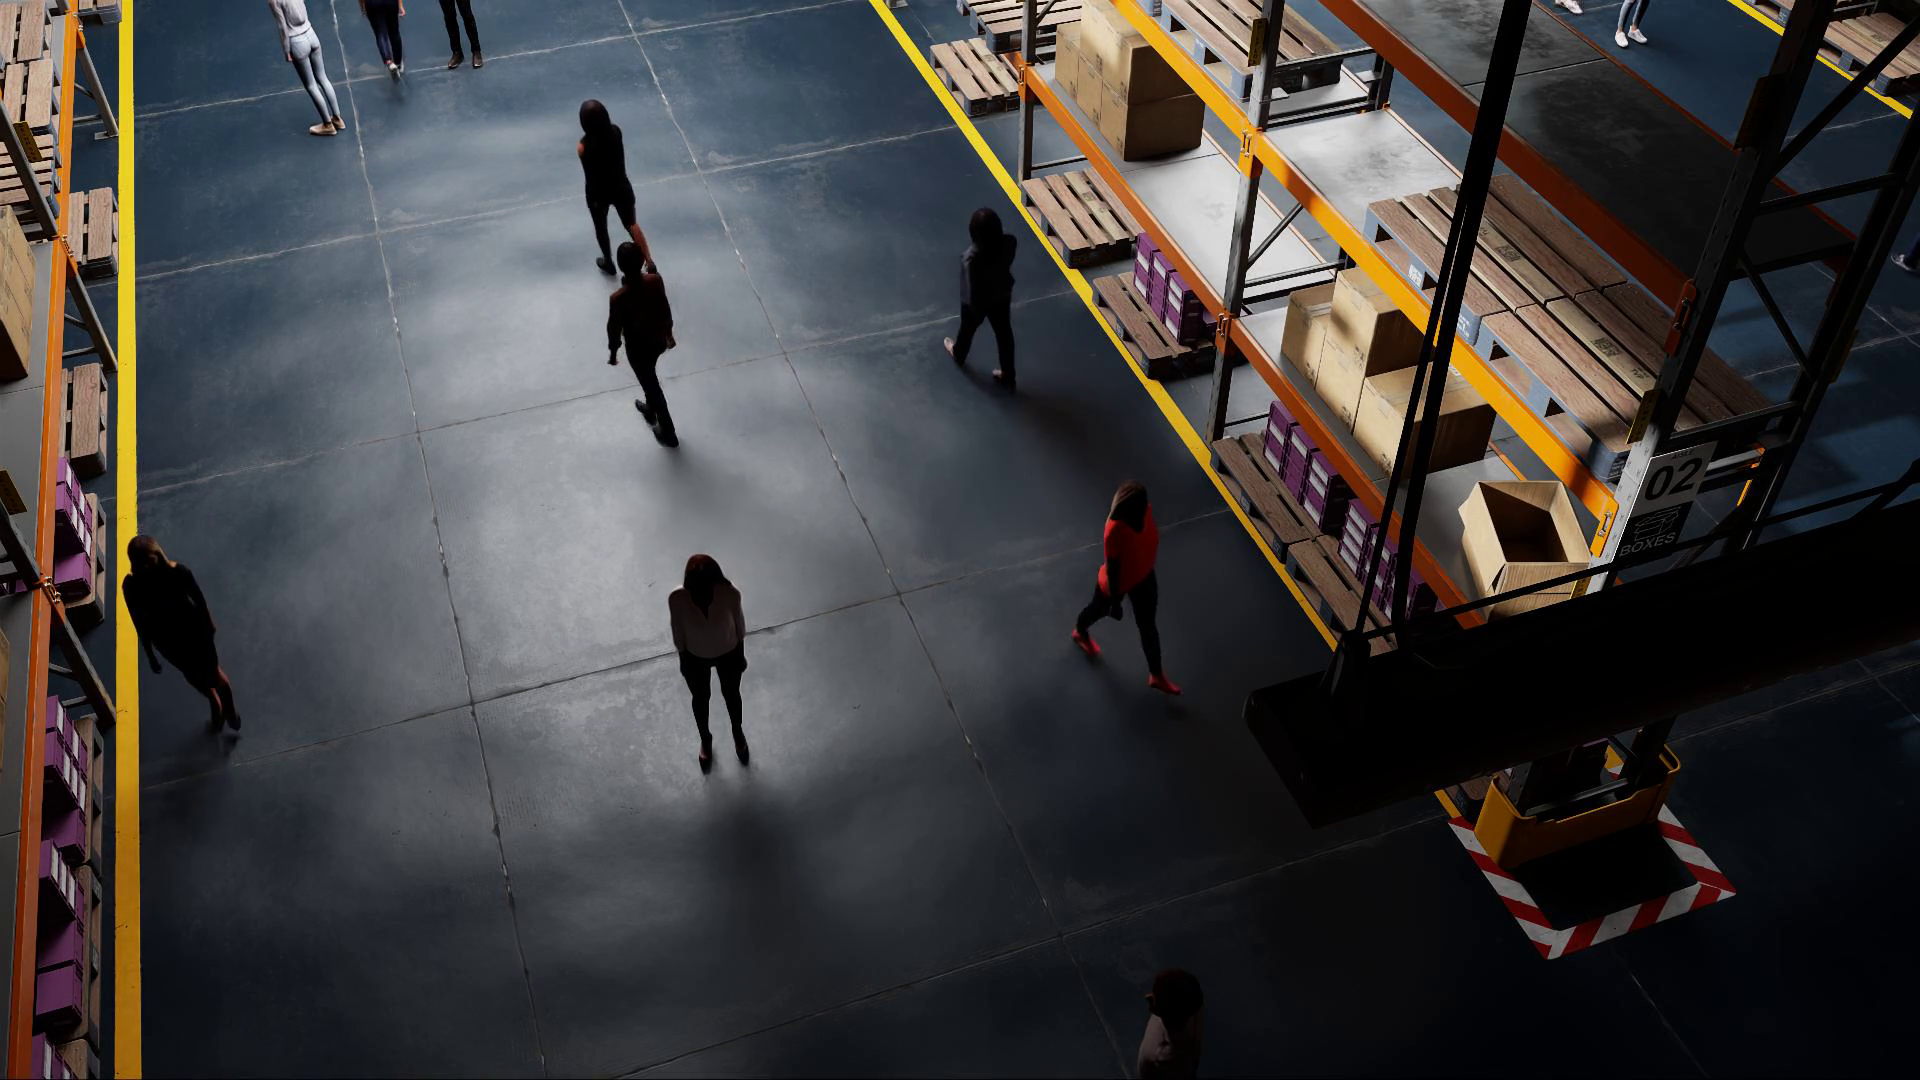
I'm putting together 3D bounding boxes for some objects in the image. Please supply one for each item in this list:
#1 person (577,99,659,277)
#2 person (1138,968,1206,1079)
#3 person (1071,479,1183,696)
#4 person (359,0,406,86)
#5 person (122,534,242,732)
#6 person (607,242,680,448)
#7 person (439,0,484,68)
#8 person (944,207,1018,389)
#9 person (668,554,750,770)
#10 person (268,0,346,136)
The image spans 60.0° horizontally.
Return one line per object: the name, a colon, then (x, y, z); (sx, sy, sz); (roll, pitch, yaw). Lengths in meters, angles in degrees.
person: (-2.896, -2.881, 14.000); (0.846, 1.718, 1.119); (-31, 52, -29)
person: (0.998, 2.649, 8.069); (0.780, 1.893, 0.668); (8, 44, 8)
person: (0.989, 0.241, 10.777); (0.931, 1.645, 1.228); (-33, 53, -30)
person: (-5.786, -5.342, 16.661); (0.557, 1.611, 0.959); (-14, 45, -14)
person: (-4.887, 0.554, 10.435); (0.563, 1.663, 0.600); (-12, 45, -12)
person: (-2.286, -1.412, 12.424); (0.968, 1.765, 0.881); (31, 52, 29)
person: (-5.166, -5.680, 16.902); (0.707, 1.768, 0.645); (-4, 44, -5)
person: (0.259, -1.866, 13.050); (0.842, 1.559, 1.080); (-26, 49, -25)
person: (-1.518, 0.722, 10.187); (0.622, 1.763, 0.552); (-7, 44, -8)
person: (-6.273, -4.714, 15.873); (0.738, 1.788, 0.665); (14, 45, 14)
